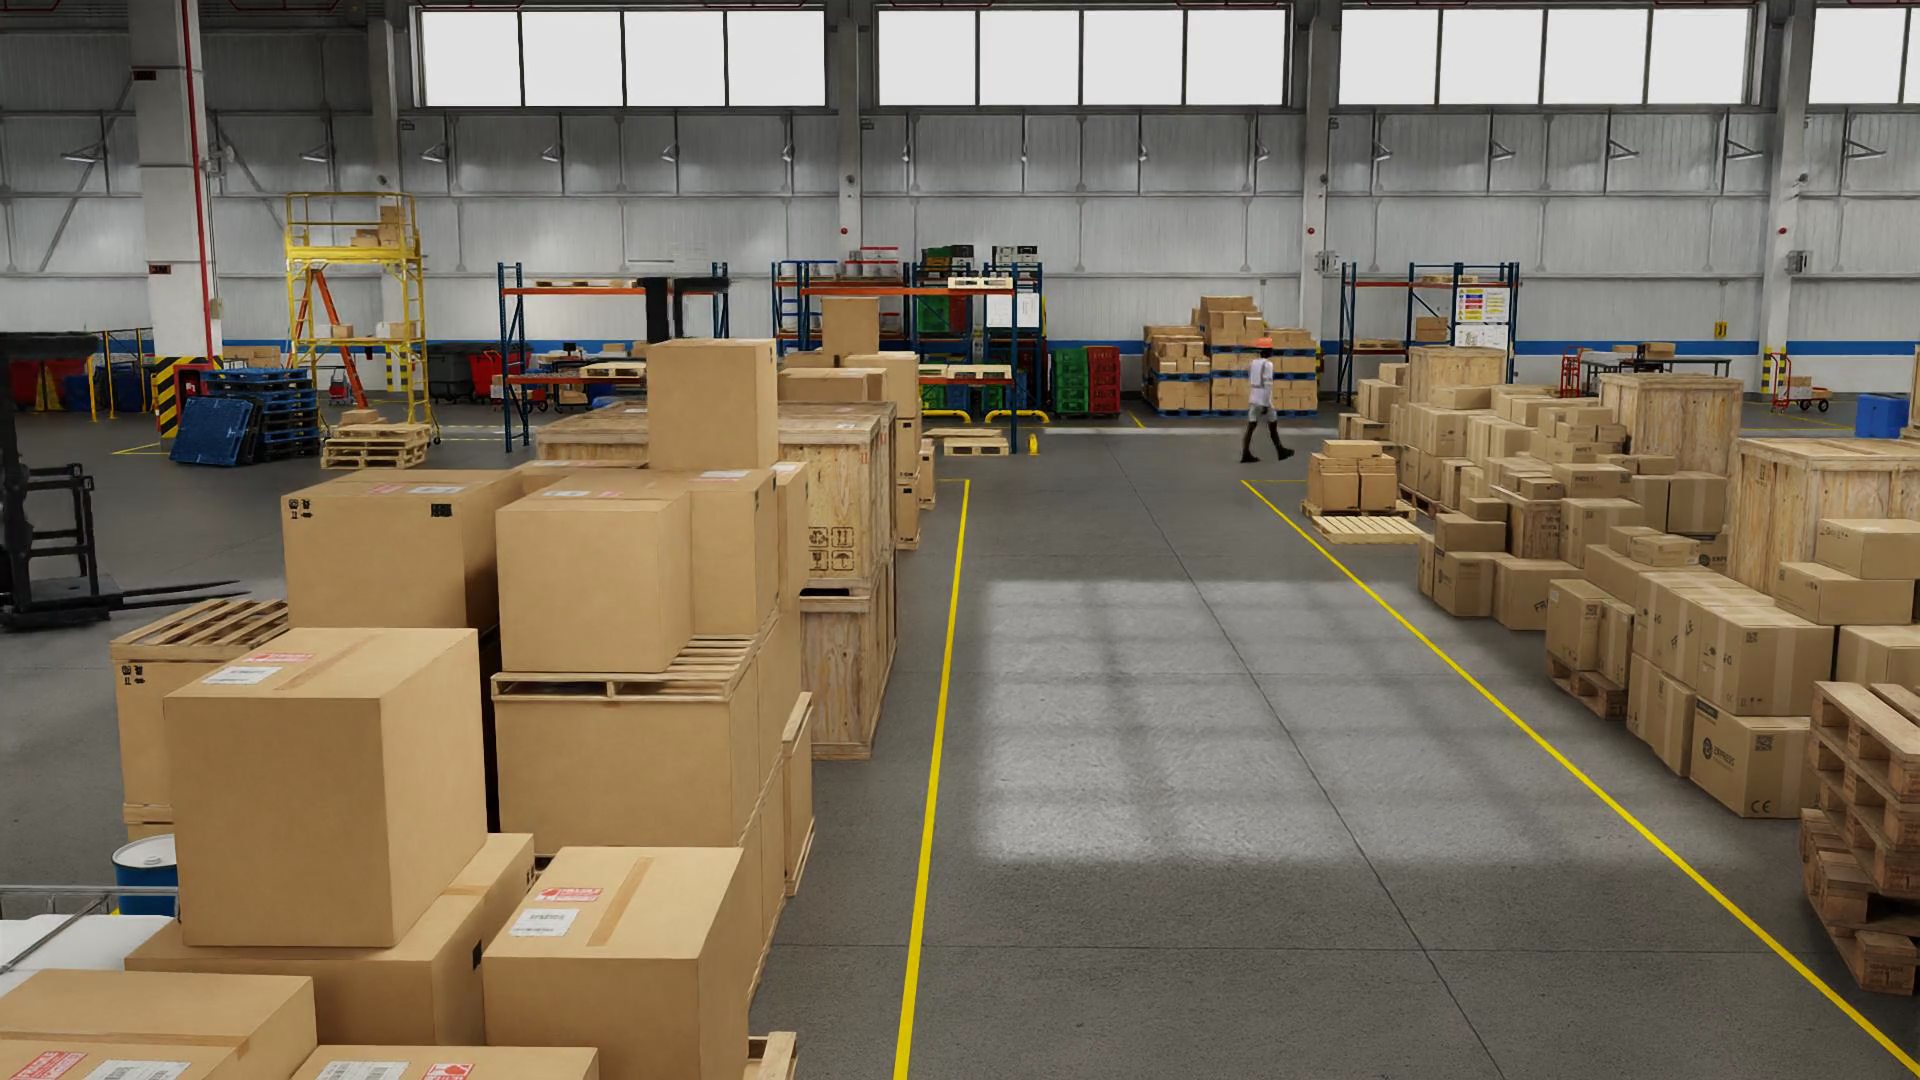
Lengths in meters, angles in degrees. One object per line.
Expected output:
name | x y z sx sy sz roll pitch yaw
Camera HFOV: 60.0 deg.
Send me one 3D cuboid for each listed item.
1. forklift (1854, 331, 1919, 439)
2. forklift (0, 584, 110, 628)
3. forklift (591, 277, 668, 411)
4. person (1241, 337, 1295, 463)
forklift | 14.236 -2.425 24.161 1.873 2.768 1.129 0 9 1
forklift | -8.207 -0.675 13.677 1.873 2.768 1.129 -6 11 -32
forklift | -4.343 -2.371 23.838 1.873 2.768 1.129 -2 10 -10
person | 4.680 -2.129 25.330 0.977 1.888 0.564 -6 11 -30
